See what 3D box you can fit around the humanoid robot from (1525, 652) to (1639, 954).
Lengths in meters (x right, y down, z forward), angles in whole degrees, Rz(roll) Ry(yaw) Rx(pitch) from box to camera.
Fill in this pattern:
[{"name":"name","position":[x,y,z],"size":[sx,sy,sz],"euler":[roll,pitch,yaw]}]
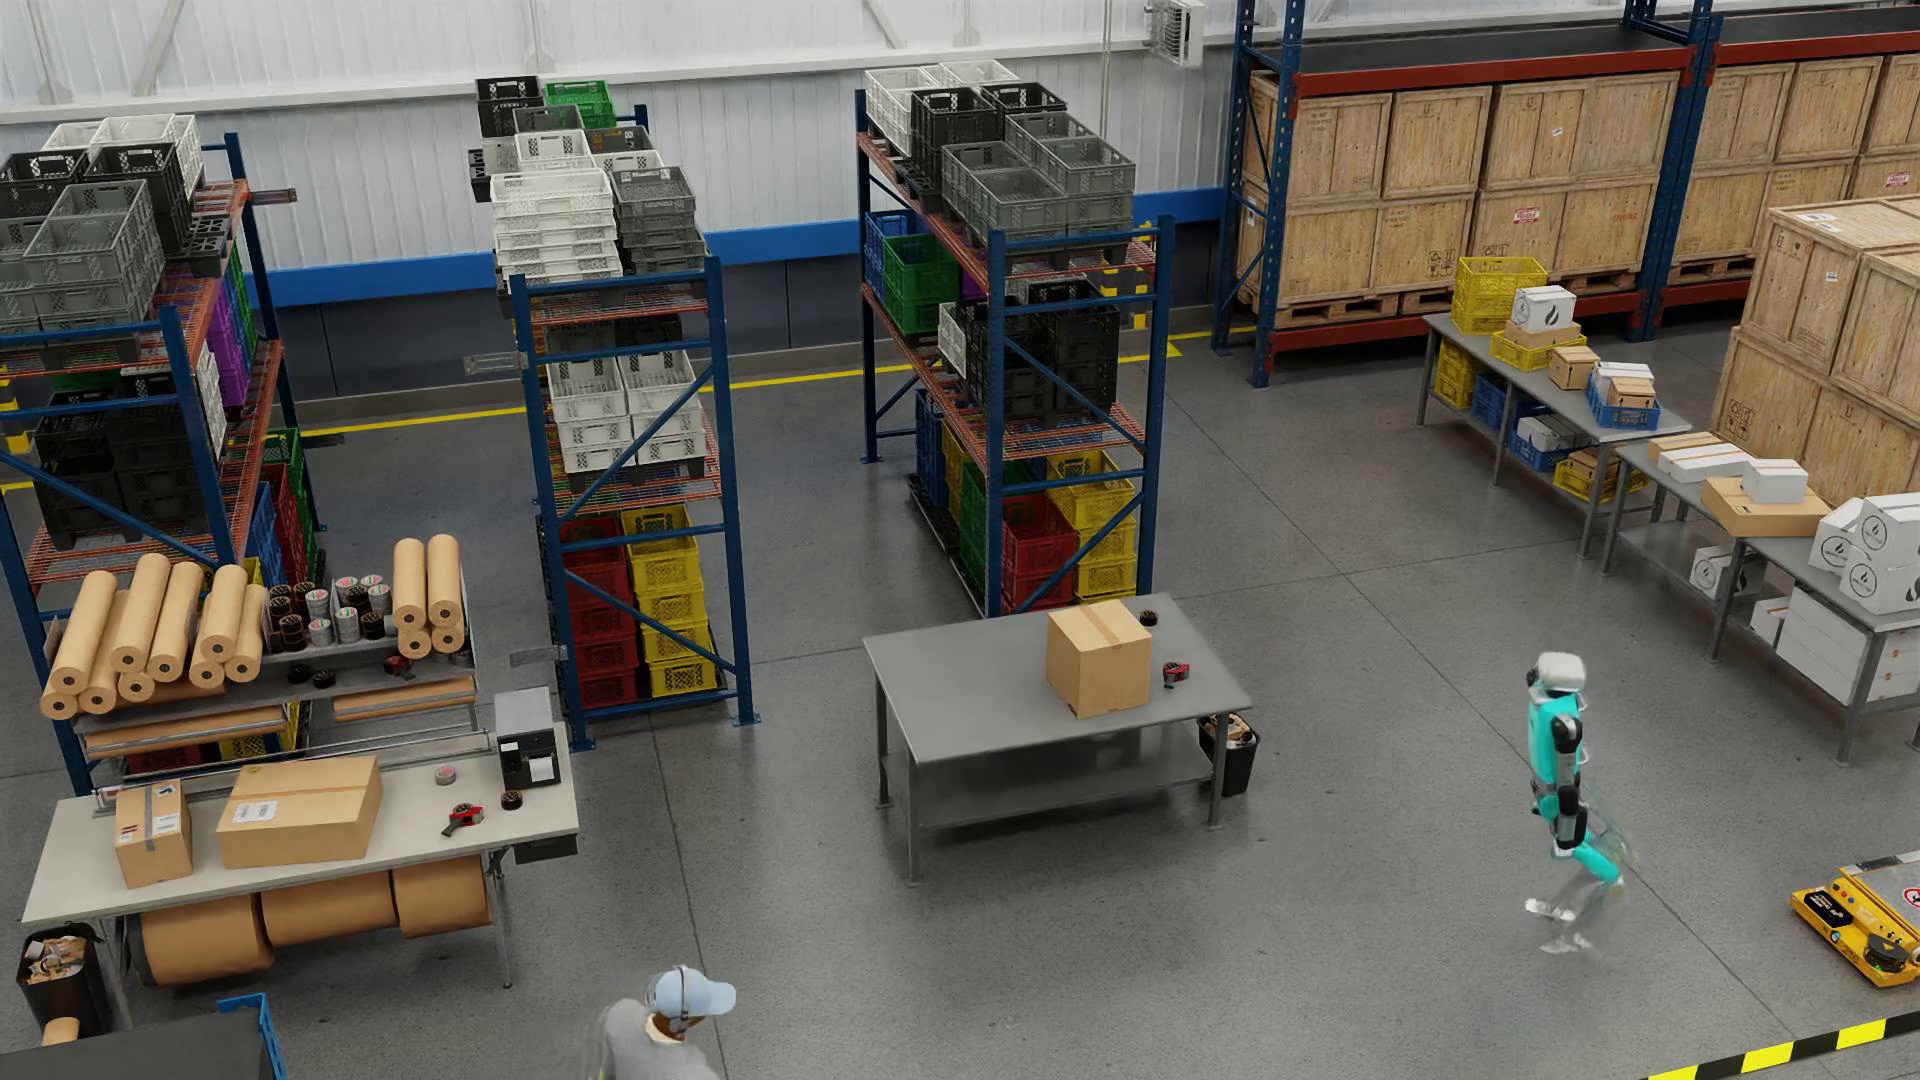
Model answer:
[{"name":"humanoid robot","position":[3.088,1.329,8.219],"size":[0.785,1.756,0.564],"euler":[0,29,1]}]

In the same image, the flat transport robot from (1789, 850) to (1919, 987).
[{"name":"flat transport robot","position":[5.163,1.916,8.676],"size":[1.431,0.231,0.659],"euler":[-8,30,-14]}]

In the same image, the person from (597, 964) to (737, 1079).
[{"name":"person","position":[-1.101,2.332,6.319],"size":[0.634,1.806,0.598],"euler":[-23,36,-35]}]
